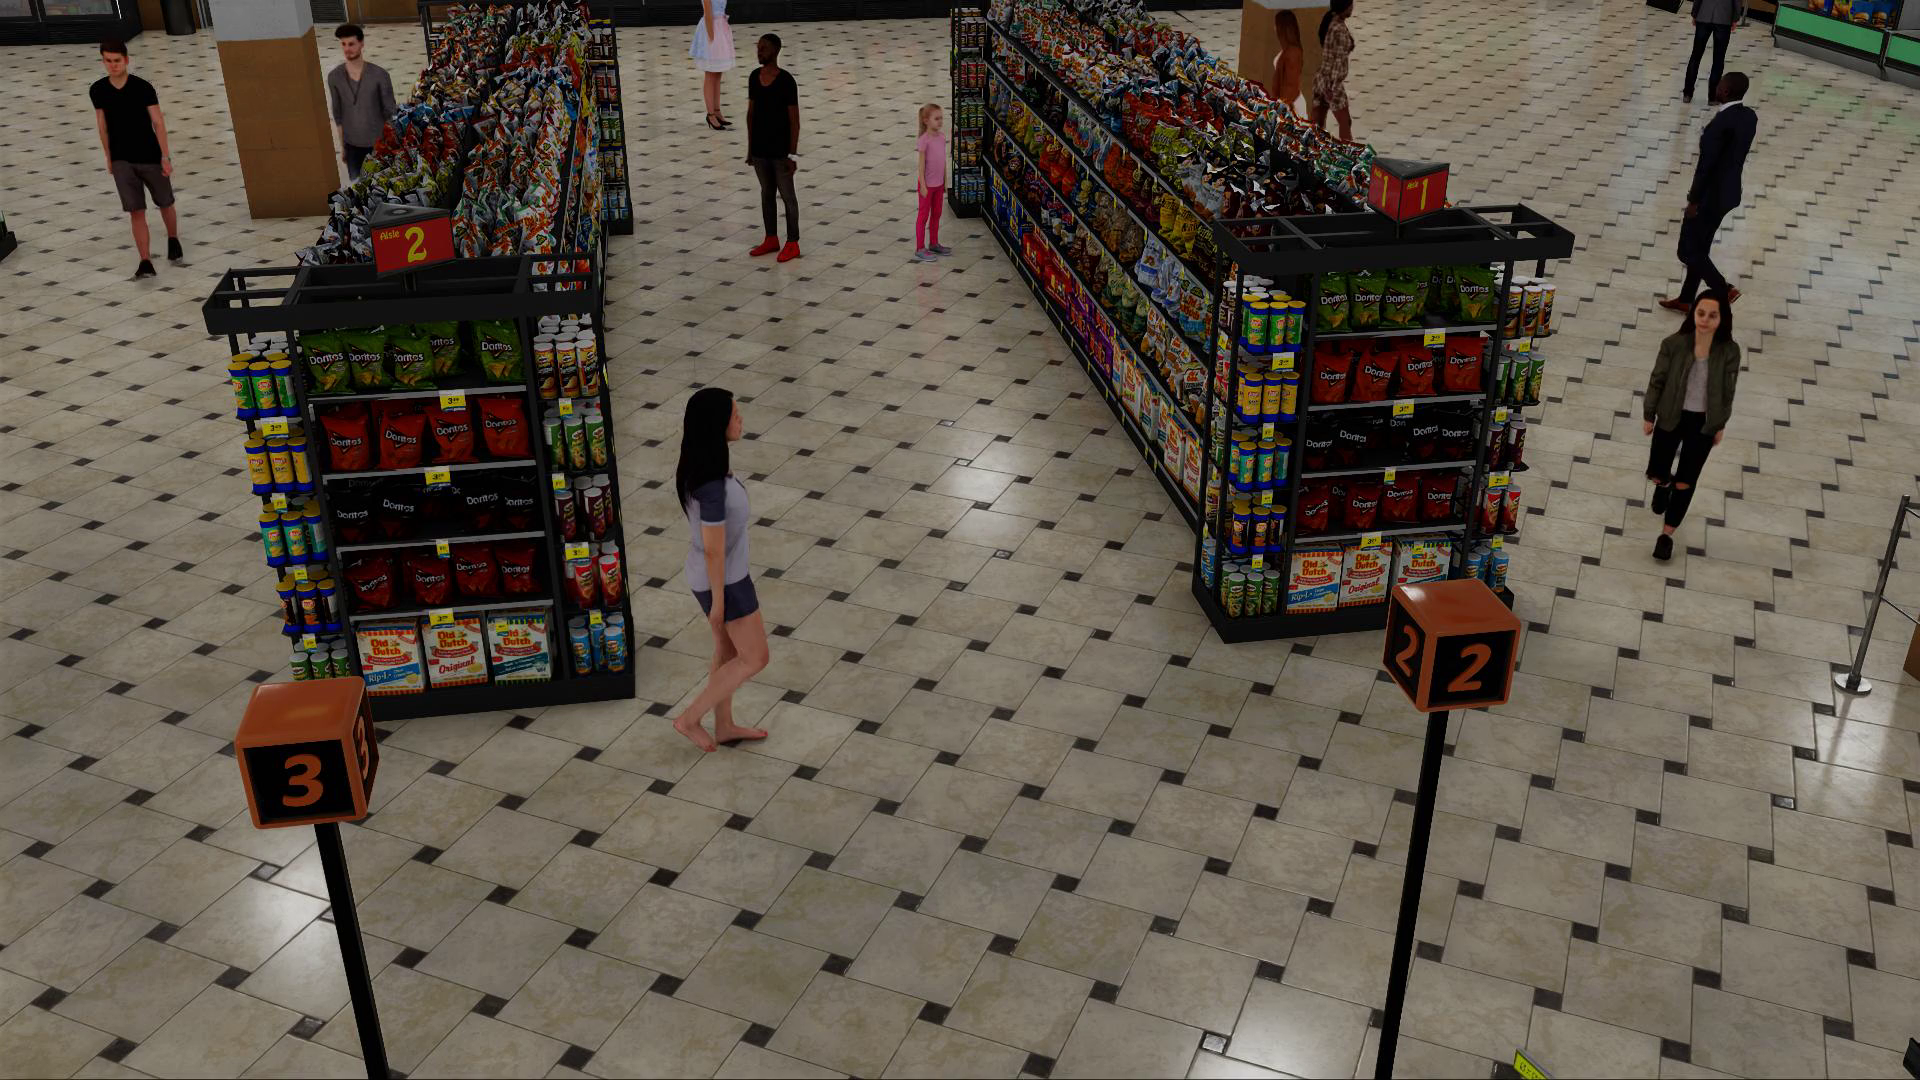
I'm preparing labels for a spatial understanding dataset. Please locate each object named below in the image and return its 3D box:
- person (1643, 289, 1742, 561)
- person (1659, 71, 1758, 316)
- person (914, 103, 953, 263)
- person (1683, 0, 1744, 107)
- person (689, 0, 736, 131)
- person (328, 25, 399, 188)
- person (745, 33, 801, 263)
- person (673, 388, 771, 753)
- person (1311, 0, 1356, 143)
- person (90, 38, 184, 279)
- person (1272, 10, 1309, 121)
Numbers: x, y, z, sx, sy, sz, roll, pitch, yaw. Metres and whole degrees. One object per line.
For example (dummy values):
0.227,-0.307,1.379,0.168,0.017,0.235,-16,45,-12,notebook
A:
3.896,-0.644,8.900,0.864,1.461,0.963,13,30,24,person
5.540,-2.459,12.094,0.937,1.809,1.045,-20,33,-34,person
-0.243,-2.945,13.648,0.617,1.269,0.562,20,33,34,person
8.536,-5.892,18.794,0.757,1.871,0.828,19,32,33,person
-2.625,-5.319,17.722,0.875,1.819,0.791,6,27,11,person
-4.753,-3.202,13.485,0.781,1.876,1.205,-2,27,-3,person
-1.513,-3.203,13.565,0.711,1.805,0.762,17,31,29,person
-1.091,0.164,7.043,0.688,1.699,0.622,-8,28,-15,person
3.370,-4.202,15.600,0.684,1.746,0.923,-2,27,-5,person
-6.502,-3.045,13.246,0.703,1.812,1.199,-6,27,-11,person
3.080,-3.906,15.093,0.843,1.676,1.014,0,27,1,person
